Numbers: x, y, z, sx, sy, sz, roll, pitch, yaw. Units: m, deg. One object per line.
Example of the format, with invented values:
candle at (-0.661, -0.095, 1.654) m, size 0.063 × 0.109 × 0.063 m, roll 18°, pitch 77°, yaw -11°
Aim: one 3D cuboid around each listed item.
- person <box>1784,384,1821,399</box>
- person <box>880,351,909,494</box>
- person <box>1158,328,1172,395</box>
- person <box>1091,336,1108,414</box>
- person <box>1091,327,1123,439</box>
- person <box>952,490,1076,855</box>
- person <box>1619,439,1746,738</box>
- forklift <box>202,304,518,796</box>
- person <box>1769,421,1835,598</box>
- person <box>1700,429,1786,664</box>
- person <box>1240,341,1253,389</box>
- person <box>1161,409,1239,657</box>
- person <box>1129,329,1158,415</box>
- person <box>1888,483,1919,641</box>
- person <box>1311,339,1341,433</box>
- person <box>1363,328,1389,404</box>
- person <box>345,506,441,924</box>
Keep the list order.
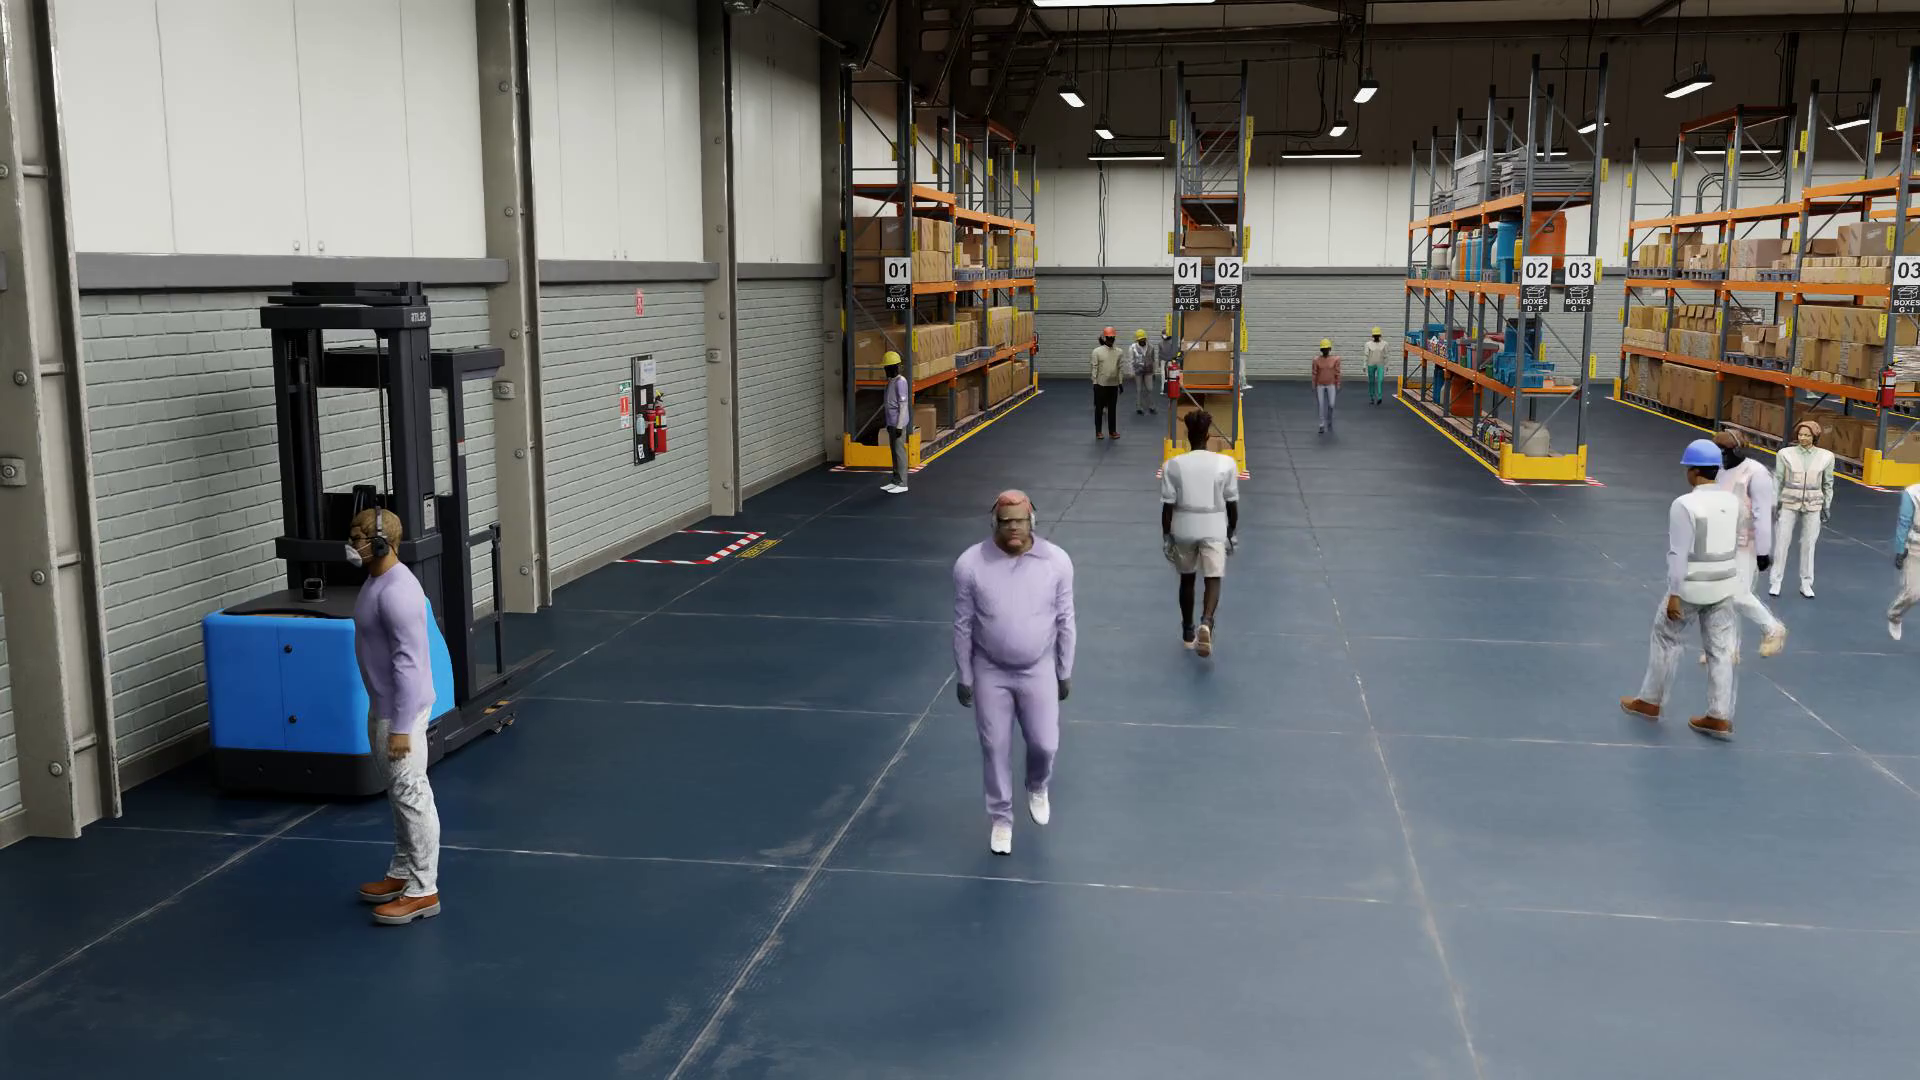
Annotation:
person at (19.730, -4.245, 39.043) m, size 0.977 × 1.885 × 0.603 m, roll 2°, pitch 9°, yaw 9°
person at (-0.887, -1.598, 22.591) m, size 0.382 × 1.920 × 0.585 m, roll -3°, pitch 10°, yaw -15°
person at (5.092, -4.358, 40.547) m, size 0.522 × 1.613 × 0.519 m, roll 5°, pitch 11°, yaw 29°
person at (3.025, -3.511, 35.216) m, size 0.529 × 1.638 × 0.911 m, roll 0°, pitch 9°, yaw 2°
person at (2.663, -2.823, 29.917) m, size 0.621 × 1.995 × 0.388 m, roll -4°, pitch 10°, yaw -21°
person at (0.280, 0.670, 8.686) m, size 0.644 × 1.897 × 0.487 m, roll 0°, pitch 9°, yaw 0°
person at (4.775, 0.293, 10.941) m, size 0.643 × 1.912 × 0.857 m, roll -4°, pitch 10°, yaw -21°
forklift at (-3.673, -0.038, 10.147) m, size 1.129 × 2.768 × 1.873 m, roll 1°, pitch 9°, yaw 9°
person at (7.787, -0.289, 15.396) m, size 0.515 × 1.636 × 0.314 m, roll 3°, pitch 10°, yaw 19°
person at (5.956, 0.058, 12.703) m, size 0.549 × 1.817 × 0.665 m, roll -2°, pitch 9°, yaw -13°
person at (6.981, -4.752, 42.344) m, size 0.942 × 1.833 × 0.518 m, roll -3°, pitch 10°, yaw -17°
person at (1.874, -0.059, 13.052) m, size 0.612 × 1.940 × 0.843 m, roll 2°, pitch 9°, yaw 13°
person at (3.821, -3.479, 34.591) m, size 0.610 × 1.797 × 0.668 m, roll -2°, pitch 9°, yaw -11°
person at (7.586, 0.100, 13.050) m, size 0.518 × 1.621 × 0.542 m, roll 1°, pitch 9°, yaw 7°
person at (6.787, -2.859, 30.895) m, size 0.548 × 1.746 × 0.426 m, roll 3°, pitch 10°, yaw 15°
person at (9.366, -3.912, 37.475) m, size 0.558 × 1.719 × 0.886 m, roll 2°, pitch 9°, yaw 13°
person at (-2.636, 0.800, 7.741) m, size 0.379 × 1.940 × 0.629 m, roll -5°, pitch 10°, yaw -26°
